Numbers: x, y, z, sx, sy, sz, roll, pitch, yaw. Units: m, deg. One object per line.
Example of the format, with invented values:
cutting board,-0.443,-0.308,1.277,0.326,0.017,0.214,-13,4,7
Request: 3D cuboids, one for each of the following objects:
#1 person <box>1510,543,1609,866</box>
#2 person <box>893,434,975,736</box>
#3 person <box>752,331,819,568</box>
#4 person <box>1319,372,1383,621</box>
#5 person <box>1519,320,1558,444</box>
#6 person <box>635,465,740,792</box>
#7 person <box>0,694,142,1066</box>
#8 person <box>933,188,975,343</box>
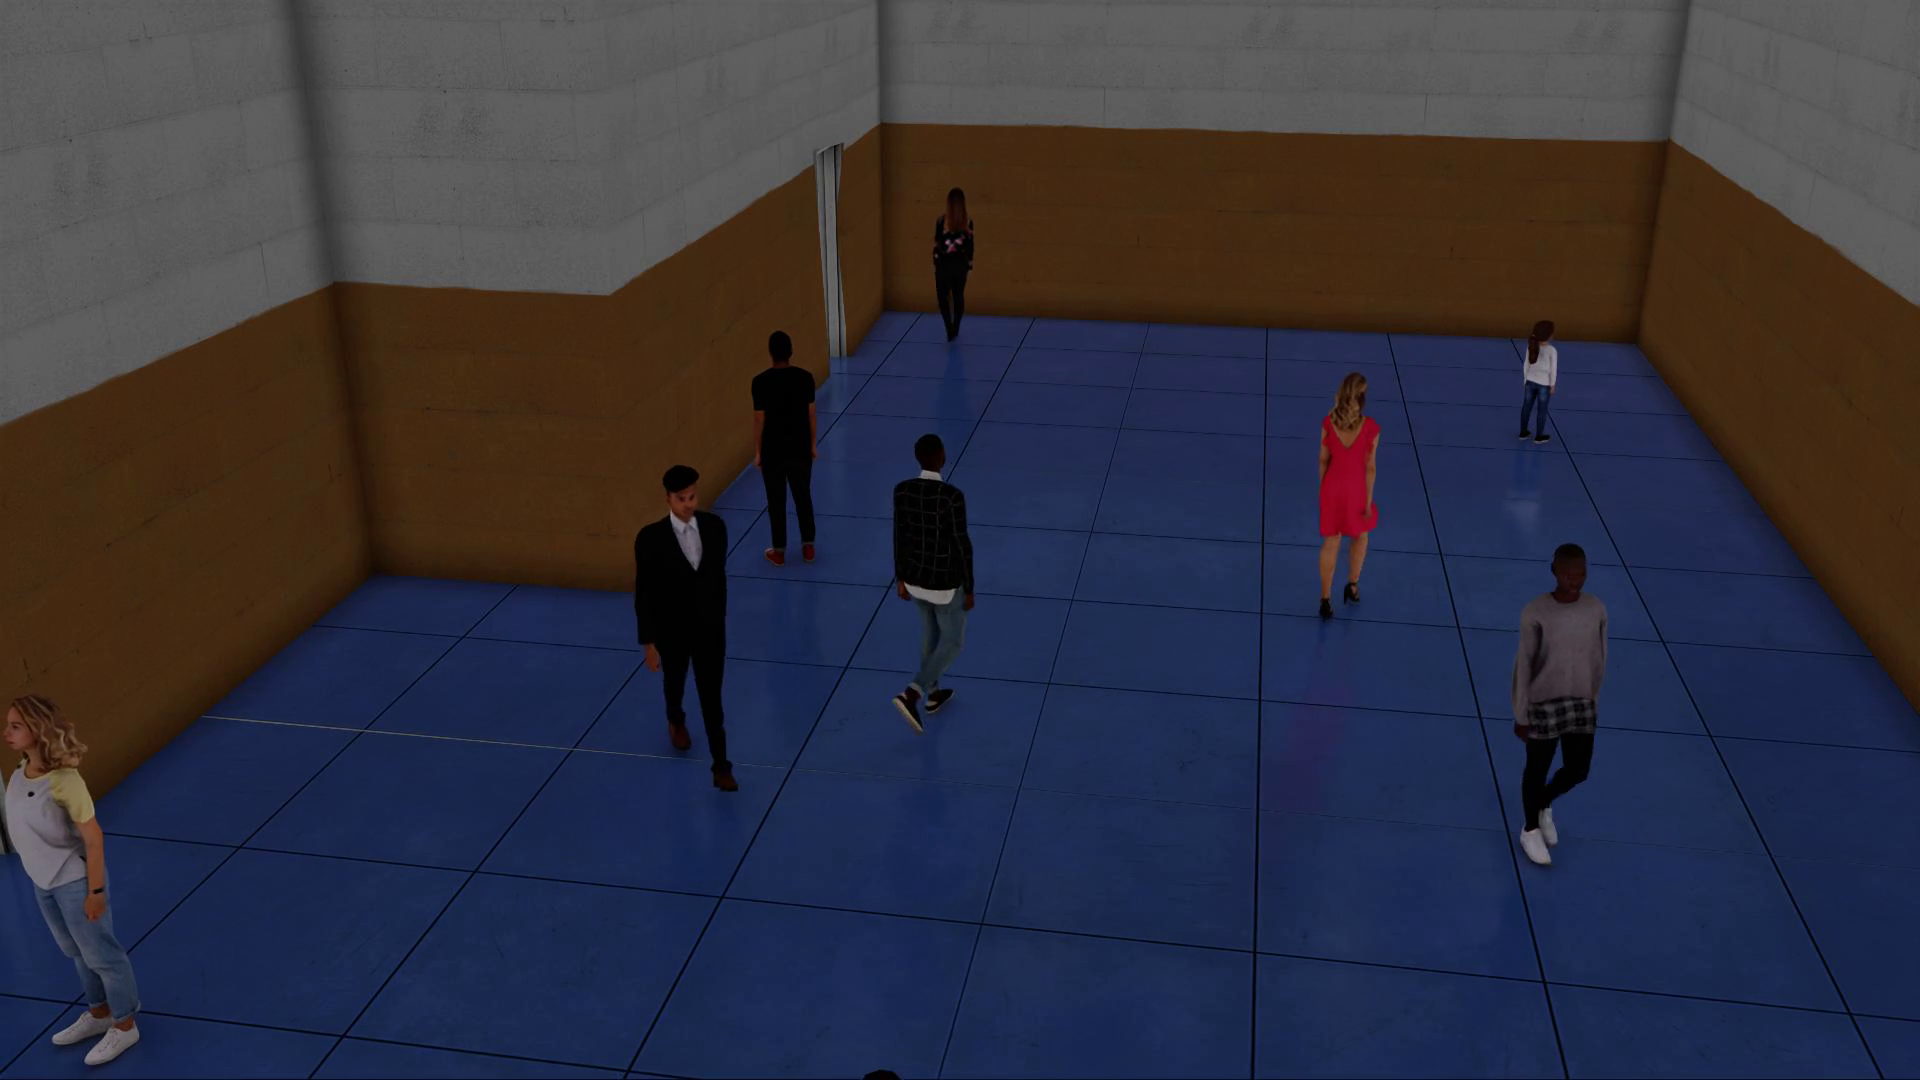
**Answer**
person,3.017,0.804,8.541,0.662,1.761,0.765,-2,22,-6
person,-0.197,0.285,9.781,1.042,1.800,0.971,13,25,30
person,-1.281,-0.667,12.210,0.650,1.756,0.768,-8,23,-19
person,2.583,-0.266,11.280,0.754,1.705,0.771,12,25,27
person,5.224,-1.444,15.007,0.515,1.113,0.587,20,29,40
person,-1.563,0.447,9.345,1.298,1.824,1.249,-9,24,-22
person,-3.755,1.421,7.036,0.634,1.723,0.767,15,26,33
person,-0.085,-2.958,18.037,0.996,1.662,0.865,-4,22,-9
